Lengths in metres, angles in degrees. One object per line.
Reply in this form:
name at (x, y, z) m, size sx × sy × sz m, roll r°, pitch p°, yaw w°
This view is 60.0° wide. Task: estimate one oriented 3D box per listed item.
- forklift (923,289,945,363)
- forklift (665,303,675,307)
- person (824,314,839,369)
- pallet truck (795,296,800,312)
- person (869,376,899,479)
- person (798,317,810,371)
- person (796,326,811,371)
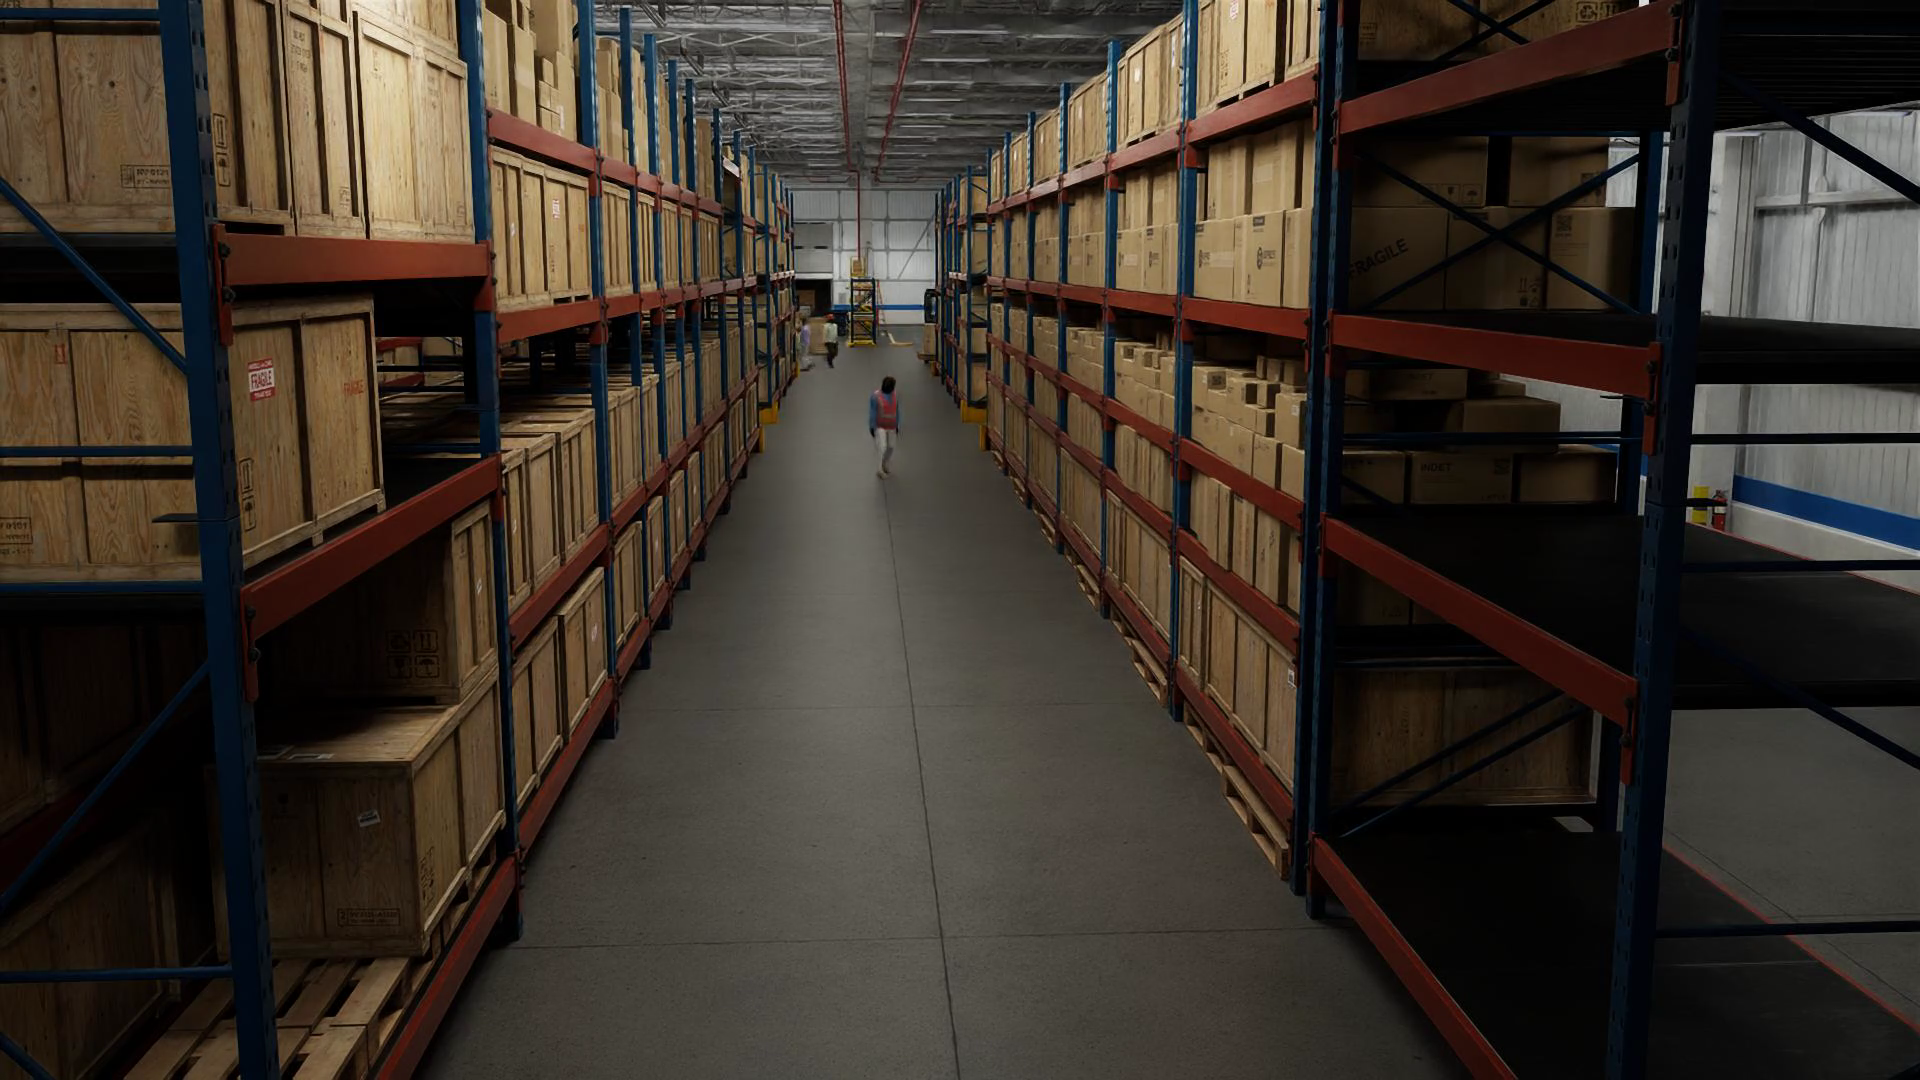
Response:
forklift at (-0.817, -8.142, 63.101) m, size 1.129 × 2.768 × 1.873 m, roll -1°, pitch 10°, yaw -3°
forklift at (-11.263, -8.436, 64.861) m, size 1.873 × 2.768 × 1.129 m, roll -1°, pitch 10°, yaw -4°
person at (-4.614, -7.144, 59.820) m, size 0.439 × 1.976 × 0.652 m, roll 9°, pitch 13°, yaw 42°
pallet truck at (-8.622, -12.439, 91.403) m, size 1.885 × 1.965 × 0.823 m, roll 2°, pitch 10°, yaw 13°
person at (-1.422, -2.016, 29.711) m, size 0.760 × 1.828 × 0.568 m, roll -8°, pitch 13°, yaw -41°
person at (-5.476, -6.873, 58.367) m, size 0.437 × 1.925 × 0.658 m, roll -1°, pitch 10°, yaw -8°
person at (-5.646, -6.746, 58.605) m, size 0.861 × 1.579 × 0.565 m, roll 2°, pitch 10°, yaw 14°
